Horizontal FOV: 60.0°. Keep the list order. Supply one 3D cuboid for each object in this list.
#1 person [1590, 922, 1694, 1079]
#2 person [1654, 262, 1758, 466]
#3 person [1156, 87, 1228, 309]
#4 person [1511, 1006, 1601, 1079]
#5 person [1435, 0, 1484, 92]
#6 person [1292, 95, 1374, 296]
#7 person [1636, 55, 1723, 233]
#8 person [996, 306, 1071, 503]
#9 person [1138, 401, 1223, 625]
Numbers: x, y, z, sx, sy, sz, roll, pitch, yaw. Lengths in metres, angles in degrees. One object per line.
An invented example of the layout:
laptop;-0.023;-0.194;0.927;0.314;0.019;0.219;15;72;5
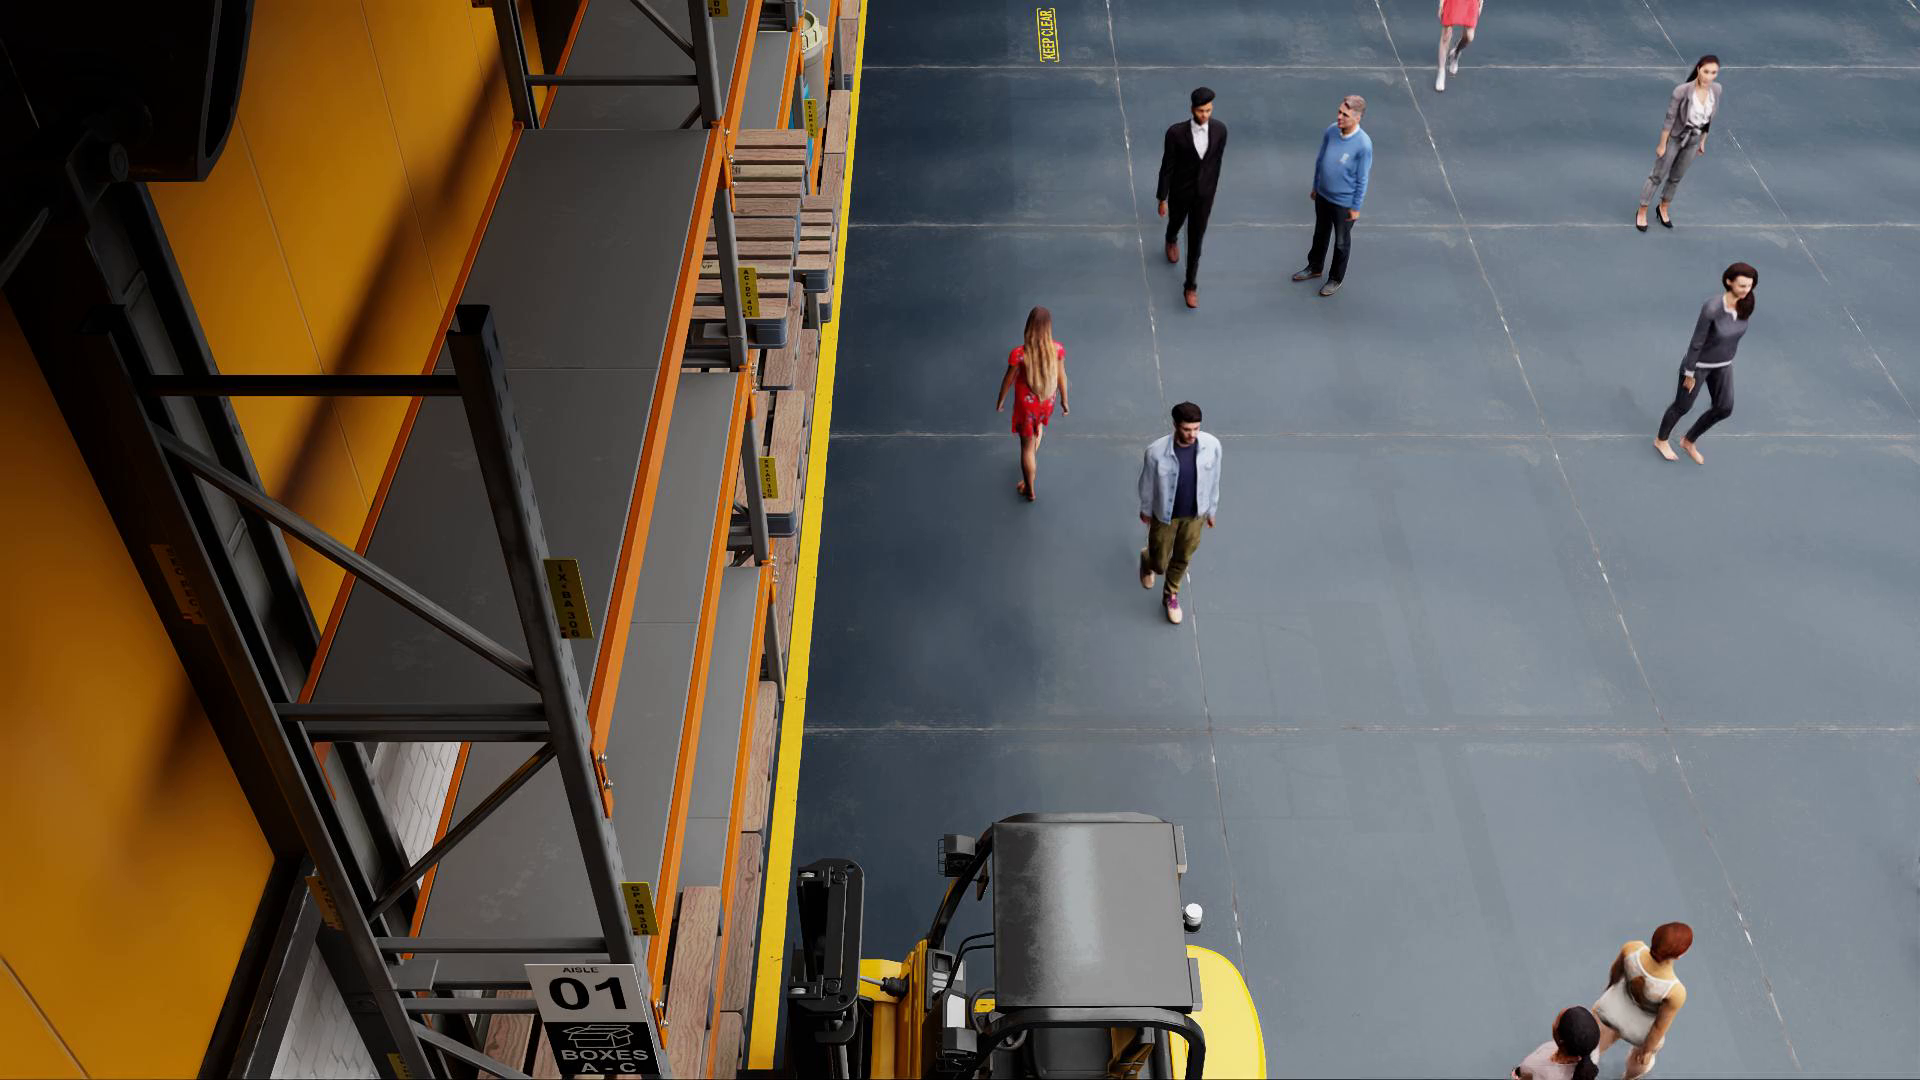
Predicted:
person;3.337;2.489;8.469;0.993;1.601;1.055;-23;48;-23
person;5.512;-1.357;12.394;0.731;1.755;0.755;-15;46;-15
person;1.918;-2.998;14.053;0.796;1.842;1.253;-4;44;-4
person;2.846;2.866;7.985;0.843;1.721;0.955;-25;49;-24
person;4.982;-5.383;16.574;0.640;1.818;0.729;6;44;6
person;3.185;-2.920;13.989;0.806;1.818;0.720;-29;51;-27
person;6.381;-3.524;14.725;0.655;1.677;0.628;-7;44;-8
person;0.573;-0.947;12.097;0.765;1.571;0.802;-13;45;-13
person;1.444;-0.235;11.184;0.767;1.799;0.849;-7;44;-8
